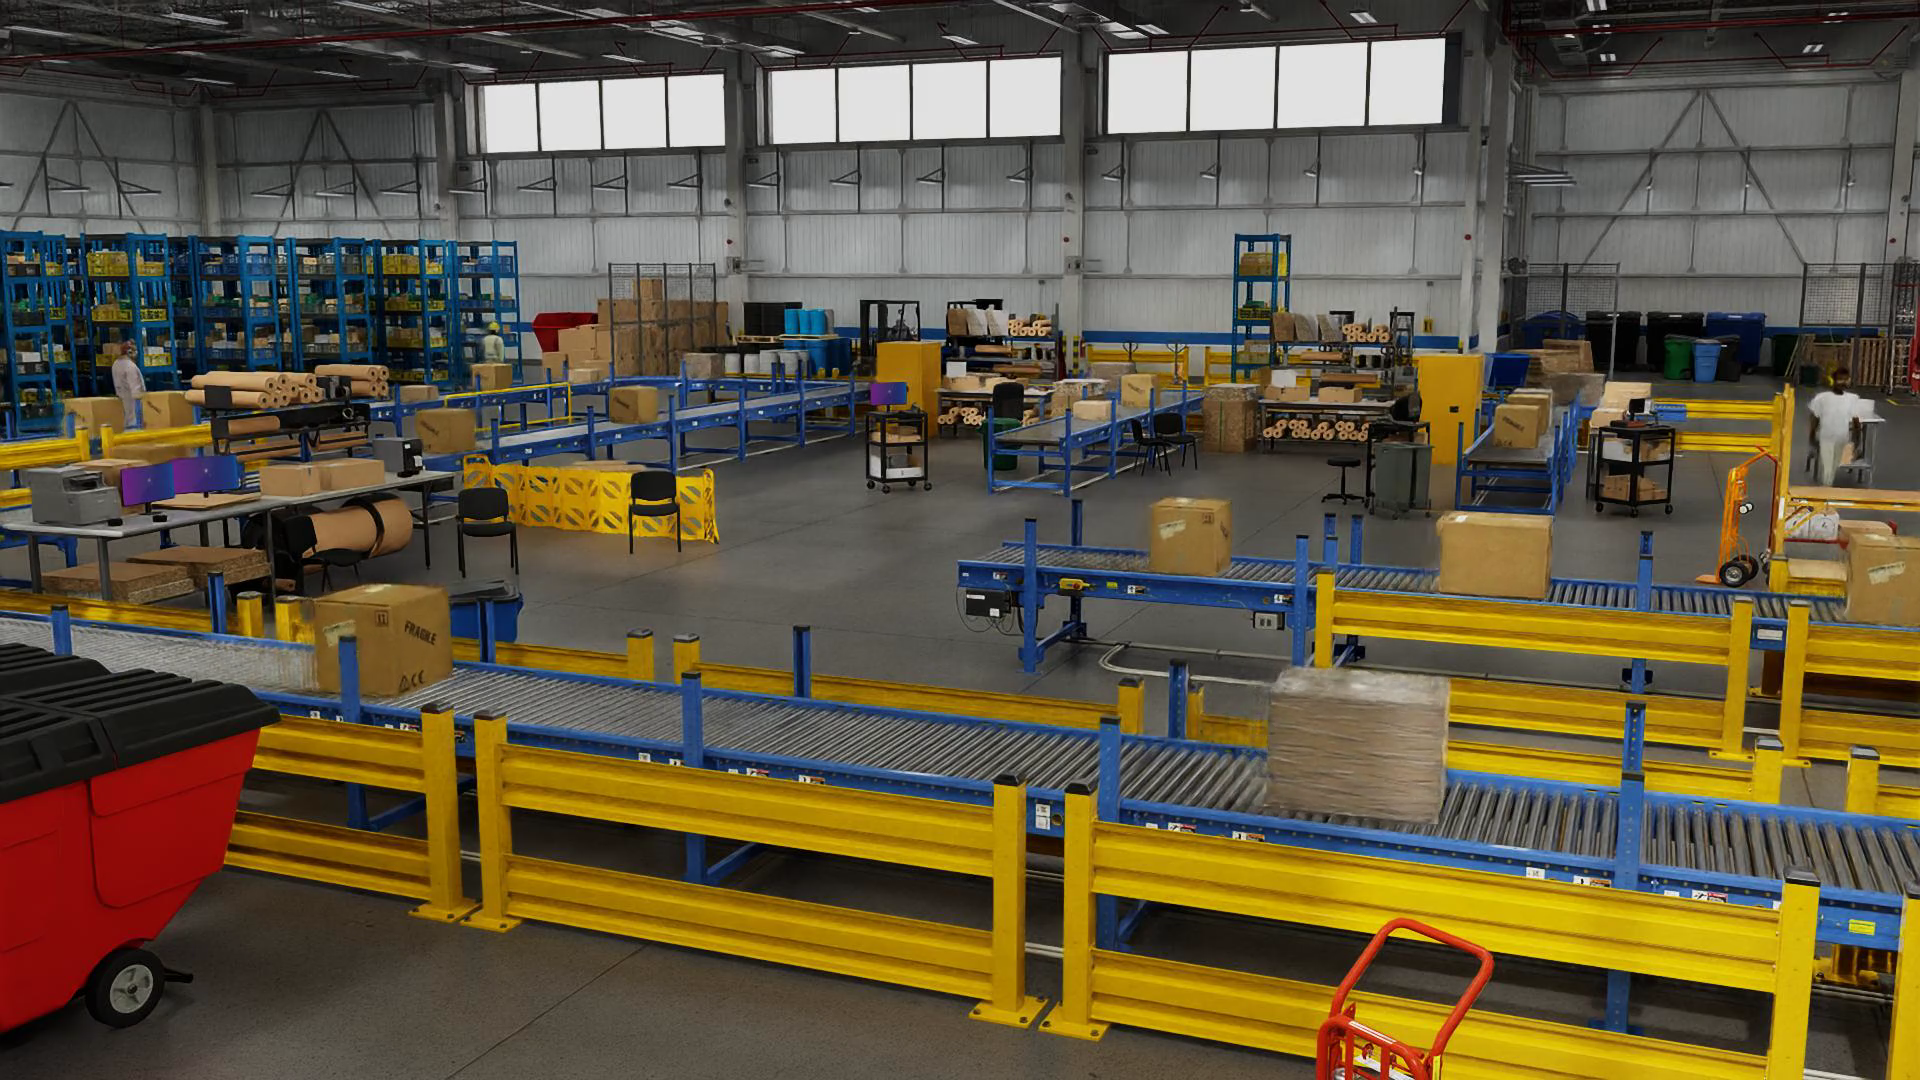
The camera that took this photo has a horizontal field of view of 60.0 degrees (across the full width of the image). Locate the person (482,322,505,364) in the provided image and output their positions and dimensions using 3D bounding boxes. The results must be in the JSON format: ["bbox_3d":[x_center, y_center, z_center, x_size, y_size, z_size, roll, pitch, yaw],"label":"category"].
[{"bbox_3d":[-10.347,-3.938,36.915,0.603,1.792,0.911,4,10,25],"label":"person"}]

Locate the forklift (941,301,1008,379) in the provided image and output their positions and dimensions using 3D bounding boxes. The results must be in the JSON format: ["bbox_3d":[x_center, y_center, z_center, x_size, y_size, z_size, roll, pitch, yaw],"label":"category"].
[{"bbox_3d":[0.365,-4.966,41.571,1.157,1.987,2.680,3,10,20],"label":"forklift"}]

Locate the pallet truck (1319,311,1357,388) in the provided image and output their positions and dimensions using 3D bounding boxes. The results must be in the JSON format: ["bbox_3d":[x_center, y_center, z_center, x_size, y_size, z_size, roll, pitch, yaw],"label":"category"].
[{"bbox_3d":[9.071,-4.419,39.190,0.823,1.965,1.885,5,10,26],"label":"pallet truck"}]

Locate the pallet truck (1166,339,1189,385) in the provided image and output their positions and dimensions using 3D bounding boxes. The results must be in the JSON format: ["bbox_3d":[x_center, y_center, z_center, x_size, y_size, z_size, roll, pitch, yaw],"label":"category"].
[{"bbox_3d":[5.418,-4.269,40.420,0.704,1.261,1.522,3,10,20],"label":"pallet truck"}]

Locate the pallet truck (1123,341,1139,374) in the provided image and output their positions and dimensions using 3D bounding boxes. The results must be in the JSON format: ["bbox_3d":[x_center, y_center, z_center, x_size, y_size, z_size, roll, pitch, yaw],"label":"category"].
[{"bbox_3d":[4.445,-4.380,41.279,0.680,1.201,1.601,4,10,22],"label":"pallet truck"}]

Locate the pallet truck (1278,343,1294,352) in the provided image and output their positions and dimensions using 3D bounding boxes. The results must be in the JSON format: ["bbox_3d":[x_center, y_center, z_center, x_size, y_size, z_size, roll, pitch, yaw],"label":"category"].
[{"bbox_3d":[7.886,-4.163,39.743,0.653,1.274,1.630,4,10,22],"label":"pallet truck"}]

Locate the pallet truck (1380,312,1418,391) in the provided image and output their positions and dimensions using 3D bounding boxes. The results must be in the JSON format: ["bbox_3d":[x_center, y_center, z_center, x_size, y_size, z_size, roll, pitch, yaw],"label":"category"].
[{"bbox_3d":[10.207,-4.283,38.369,0.823,1.965,1.885,3,10,20],"label":"pallet truck"}]

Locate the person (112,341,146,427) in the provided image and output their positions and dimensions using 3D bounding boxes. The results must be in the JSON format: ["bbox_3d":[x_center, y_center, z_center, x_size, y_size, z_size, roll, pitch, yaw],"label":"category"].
[{"bbox_3d":[-12.528,-2.058,25.170,0.652,1.904,0.403,8,12,41],"label":"person"}]

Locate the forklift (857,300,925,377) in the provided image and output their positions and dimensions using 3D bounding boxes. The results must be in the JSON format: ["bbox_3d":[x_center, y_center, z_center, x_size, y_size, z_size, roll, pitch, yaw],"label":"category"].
[{"bbox_3d":[-1.732,-5.109,42.468,1.157,1.987,2.680,4,10,22],"label":"forklift"}]

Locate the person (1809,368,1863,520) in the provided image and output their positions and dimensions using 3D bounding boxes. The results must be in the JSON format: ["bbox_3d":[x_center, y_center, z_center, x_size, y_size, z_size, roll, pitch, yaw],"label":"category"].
[{"bbox_3d":[10.605,-1.182,20.147,0.541,1.822,0.993,1,9,7],"label":"person"}]

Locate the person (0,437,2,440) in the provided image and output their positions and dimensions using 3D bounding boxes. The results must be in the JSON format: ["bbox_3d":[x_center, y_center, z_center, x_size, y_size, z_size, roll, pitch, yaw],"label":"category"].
[{"bbox_3d":[-15.349,-2.188,25.941,0.648,1.938,0.929,6,11,32],"label":"person"}]
